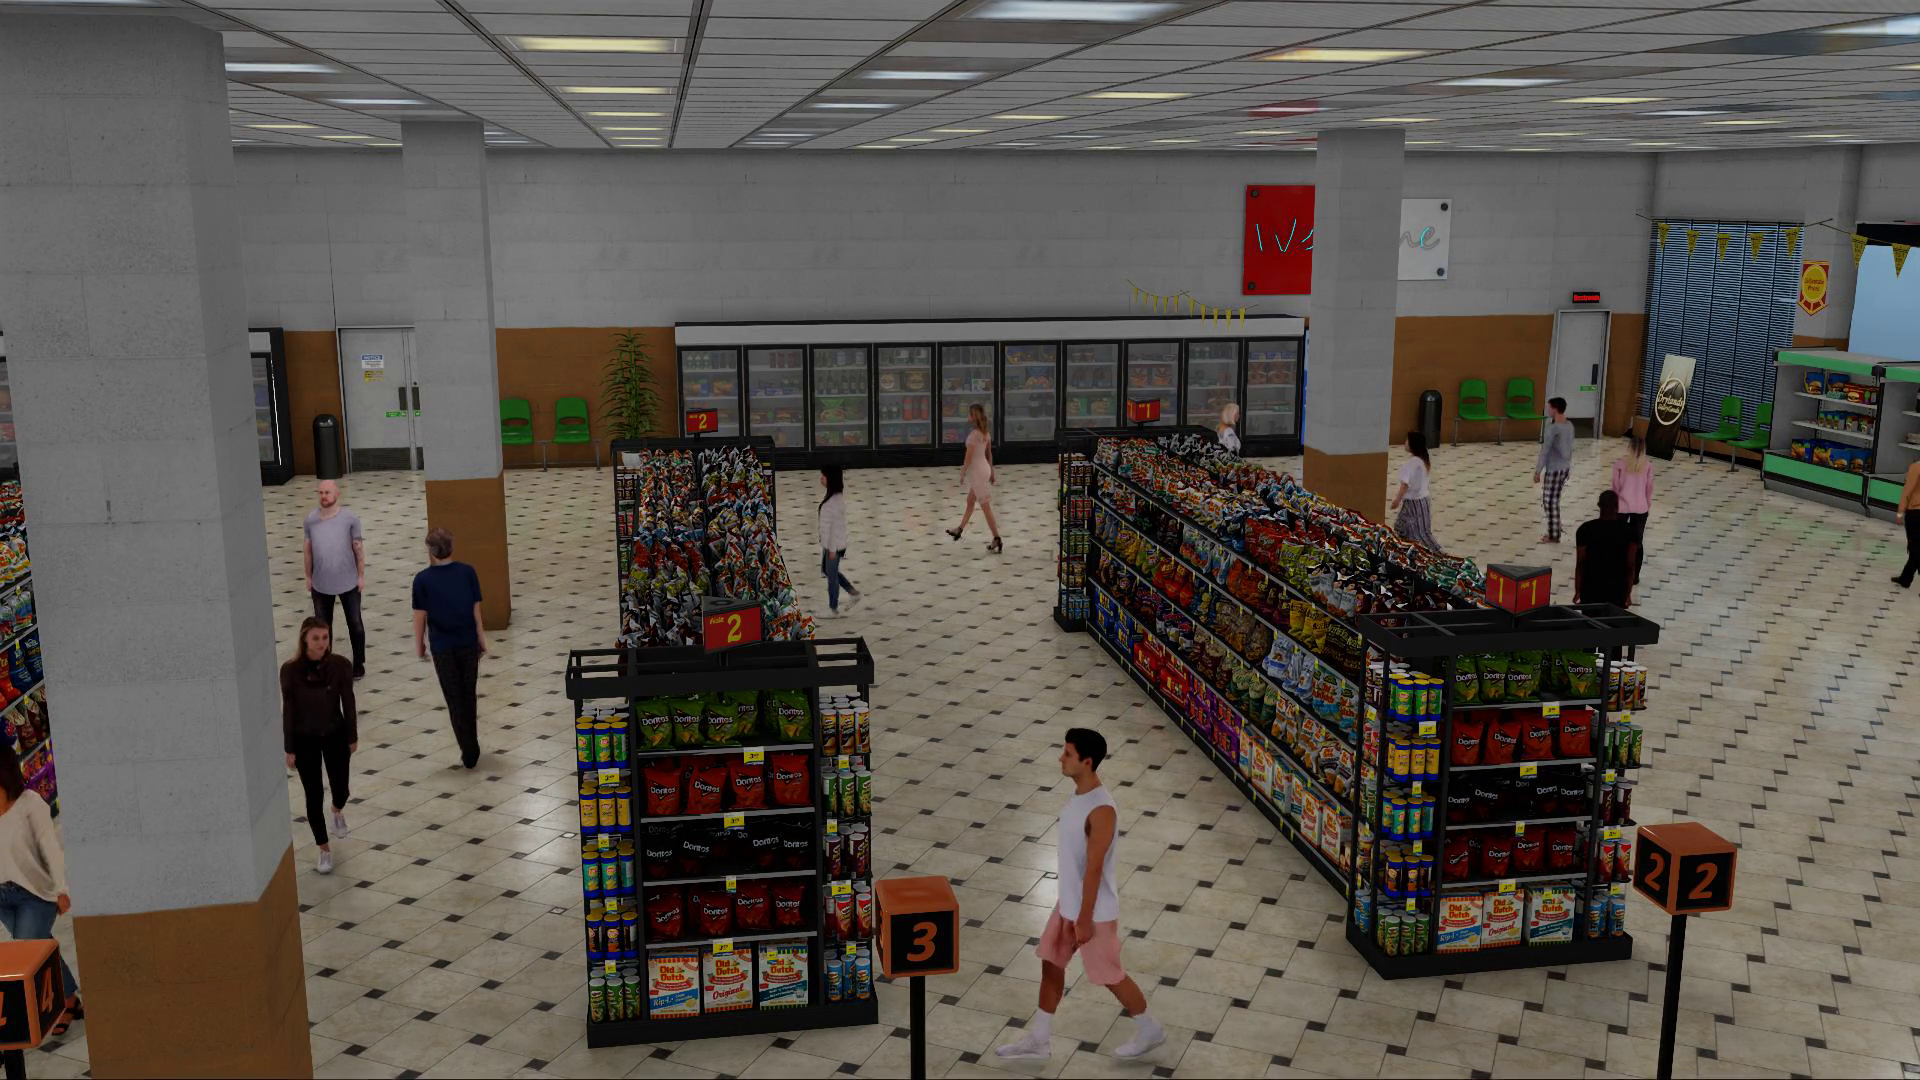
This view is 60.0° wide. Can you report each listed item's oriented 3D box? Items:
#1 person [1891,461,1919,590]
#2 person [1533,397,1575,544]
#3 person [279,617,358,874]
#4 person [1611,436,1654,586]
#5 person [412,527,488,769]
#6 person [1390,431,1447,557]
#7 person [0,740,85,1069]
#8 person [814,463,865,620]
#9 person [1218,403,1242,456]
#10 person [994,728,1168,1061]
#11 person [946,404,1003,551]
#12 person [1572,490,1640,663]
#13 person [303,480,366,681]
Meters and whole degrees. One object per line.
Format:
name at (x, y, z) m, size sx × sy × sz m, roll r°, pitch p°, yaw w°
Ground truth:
person at (10.493, -0.232, 18.058) m, size 0.722 × 1.734 × 1.145 m, roll -1°, pitch 12°, yaw -5°
person at (7.510, -0.854, 20.753) m, size 0.782 × 1.839 × 0.800 m, roll -9°, pitch 15°, yaw -36°
person at (-4.185, 1.303, 10.877) m, size 0.713 × 1.689 × 0.872 m, roll -5°, pitch 13°, yaw -21°
person at (7.526, -0.341, 18.687) m, size 0.670 × 1.687 × 0.652 m, roll 2°, pitch 12°, yaw 10°
person at (-3.832, 0.851, 12.665) m, size 0.907 × 1.837 × 1.107 m, roll -7°, pitch 14°, yaw -29°
person at (5.300, -0.400, 19.068) m, size 1.154 × 1.646 × 1.144 m, roll 7°, pitch 14°, yaw 29°
person at (-4.760, 1.813, 8.563) m, size 0.896 × 1.644 × 1.124 m, roll 2°, pitch 12°, yaw 11°
person at (-1.227, 0.012, 17.144) m, size 0.693 × 1.633 × 0.678 m, roll -2°, pitch 12°, yaw -8°
person at (3.370, -0.861, 21.008) m, size 0.615 × 1.749 × 0.434 m, roll -2°, pitch 12°, yaw -10°
person at (0.722, 1.815, 8.301) m, size 0.706 × 1.749 × 1.033 m, roll -2°, pitch 12°, yaw -10°
person at (0.320, -0.725, 20.282) m, size 1.103 × 1.782 × 1.076 m, roll 8°, pitch 14°, yaw 32°
person at (5.630, 0.464, 14.546) m, size 0.751 × 1.818 × 0.745 m, roll 4°, pitch 13°, yaw 19°
person at (-5.639, 0.353, 15.031) m, size 0.685 × 1.837 × 0.597 m, roll -1°, pitch 12°, yaw -5°
